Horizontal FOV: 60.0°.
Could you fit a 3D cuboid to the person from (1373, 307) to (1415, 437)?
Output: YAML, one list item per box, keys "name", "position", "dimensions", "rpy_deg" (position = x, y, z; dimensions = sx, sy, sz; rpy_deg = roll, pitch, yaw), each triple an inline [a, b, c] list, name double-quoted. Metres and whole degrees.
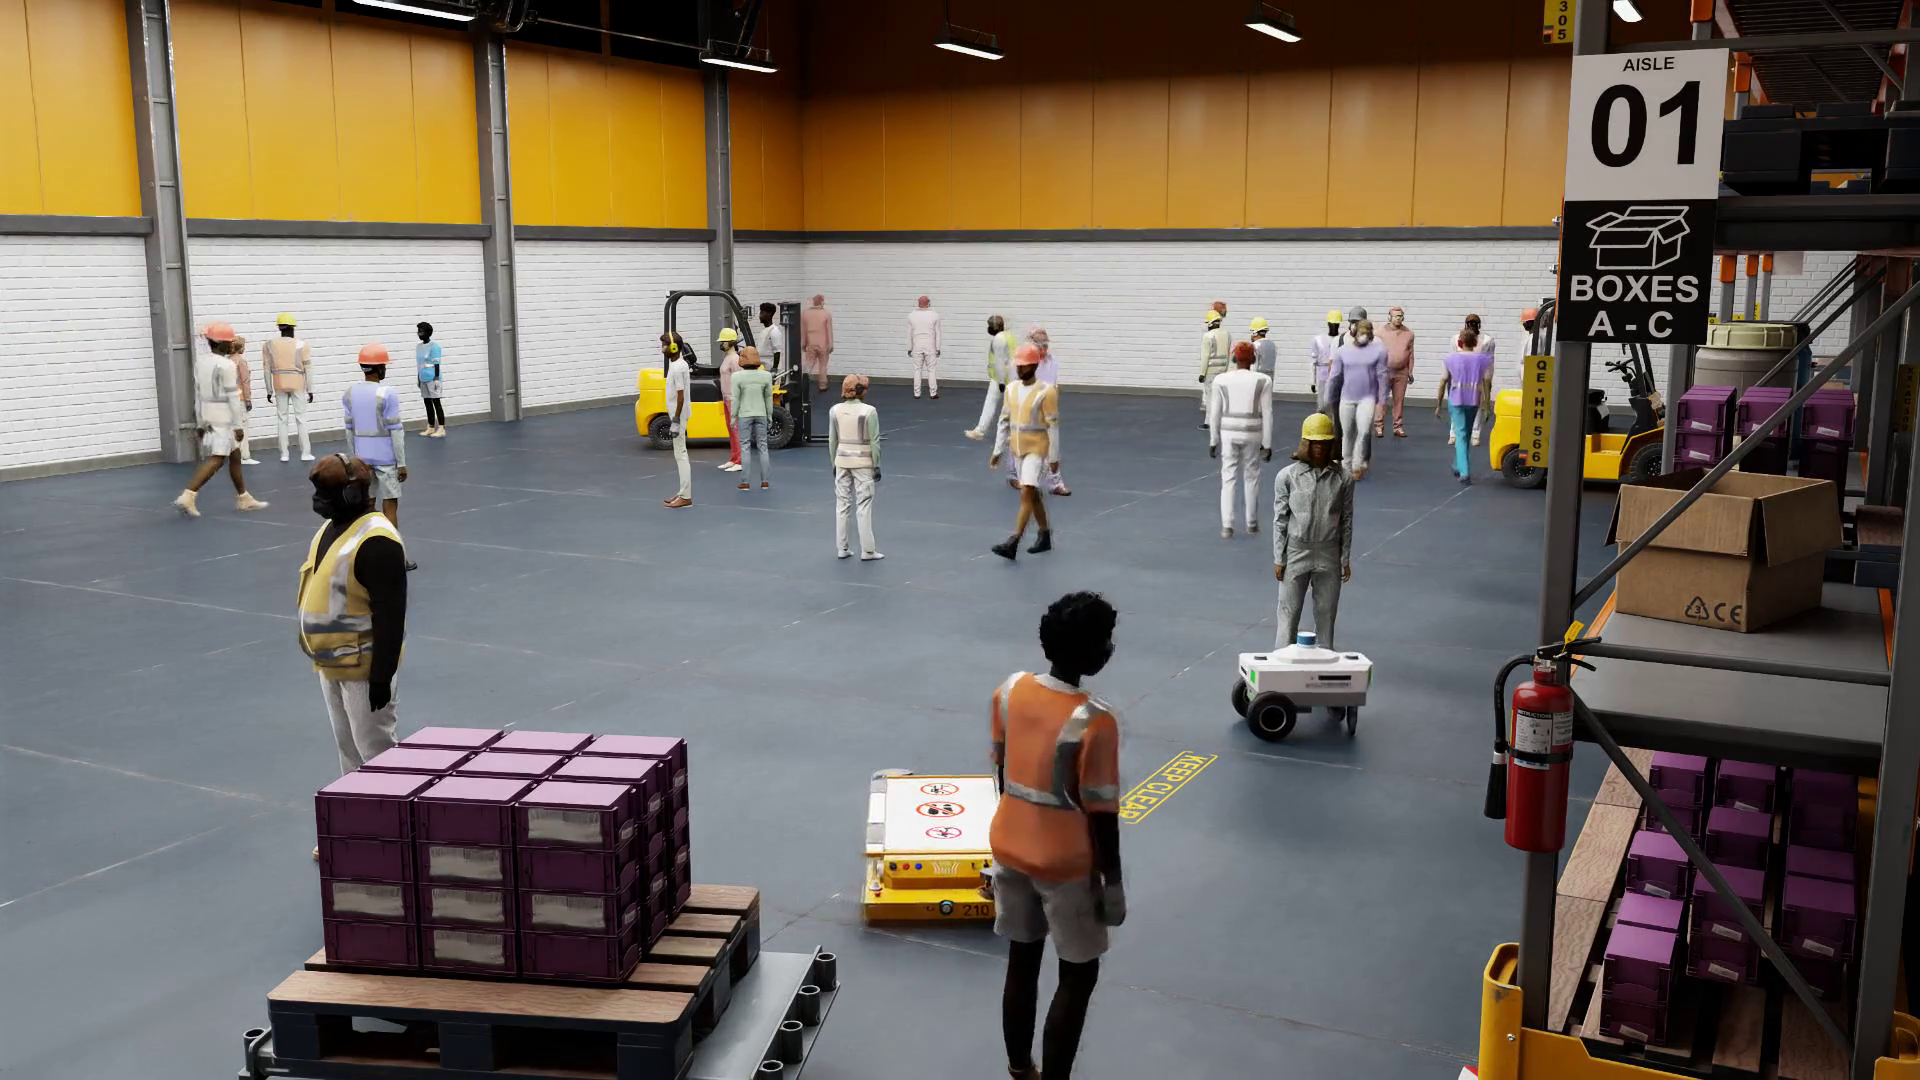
- name: "person"
  position: [6.333, -2.447, 24.289]
  dimensions: [0.639, 1.908, 0.409]
  rpy_deg: [-1, 10, -7]

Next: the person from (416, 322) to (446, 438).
- name: "person"
  position: [-7.753, -2.339, 24.296]
  dimensions: [0.535, 1.690, 0.320]
  rpy_deg: [8, 13, 39]

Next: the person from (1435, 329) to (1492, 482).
- name: "person"
  position: [5.958, -1.593, 19.667]
  dimensions: [0.576, 1.803, 0.979]
  rpy_deg: [0, 10, 0]

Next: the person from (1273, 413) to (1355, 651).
- name: "person"
  position: [2.110, 0.112, 9.942]
  dimensions: [0.487, 1.744, 0.294]
  rpy_deg: [-1, 10, -3]

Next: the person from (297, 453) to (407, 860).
- name: "person"
  position: [-2.621, 0.538, 7.192]
  dimensions: [0.429, 1.841, 0.634]
  rpy_deg: [-9, 13, -41]

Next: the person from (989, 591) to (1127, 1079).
- name: "person"
  position: [0.273, 0.990, 5.097]
  dimensions: [0.367, 1.671, 0.561]
  rpy_deg: [-8, 13, -40]

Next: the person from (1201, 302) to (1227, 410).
- name: "person"
  position: [4.489, -3.102, 28.213]
  dimensions: [0.824, 1.855, 0.608]
  rpy_deg: [3, 10, 17]

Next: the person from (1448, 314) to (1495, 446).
- name: "person"
  position: [7.130, -2.236, 23.252]
  dimensions: [0.623, 1.845, 0.430]
  rpy_deg: [4, 10, 21]

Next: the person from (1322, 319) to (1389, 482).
- name: "person"
  position: [4.632, -1.624, 19.502]
  dimensions: [0.769, 1.907, 0.627]
  rpy_deg: [3, 10, 18]

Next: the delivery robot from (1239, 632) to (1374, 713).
- name: "delivery robot"
  position: [1.945, 0.762, 9.344]
  dimensions: [0.707, 0.478, 0.477]
  rpy_deg: [0, 10, -1]

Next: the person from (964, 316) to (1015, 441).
- name: "person"
  position: [0.518, -2.290, 23.710]
  dimensions: [0.932, 1.790, 0.632]
  rpy_deg: [4, 11, 21]

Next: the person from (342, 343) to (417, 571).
- name: "person"
  position: [-4.886, -0.684, 13.987]
  dimensions: [0.543, 1.938, 0.356]
  rpy_deg: [3, 10, 18]

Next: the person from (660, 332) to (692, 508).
- name: "person"
  position: [-3.006, -1.271, 17.604]
  dimensions: [0.329, 1.865, 0.508]
  rpy_deg: [-1, 10, -7]

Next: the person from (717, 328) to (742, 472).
- name: "person"
  position: [-2.836, -1.726, 20.520]
  dimensions: [0.310, 1.768, 0.533]
  rpy_deg: [-4, 11, -21]

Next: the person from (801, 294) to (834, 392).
- name: "person"
  position: [-2.741, -3.797, 32.123]
  dimensions: [0.670, 1.893, 0.550]
  rpy_deg: [3, 10, 18]

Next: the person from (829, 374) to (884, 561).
- name: "person"
  position: [-0.915, -0.632, 14.555]
  dimensions: [0.512, 1.638, 0.312]
  rpy_deg: [6, 11, 30]

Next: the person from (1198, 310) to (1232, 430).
- name: "person"
  position: [3.845, -2.572, 25.253]
  dimensions: [0.586, 1.823, 0.403]
  rpy_deg: [-8, 13, -40]

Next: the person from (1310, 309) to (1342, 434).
- name: "person"
  position: [5.159, -2.237, 23.064]
  dimensions: [0.585, 1.911, 0.439]
  rpy_deg: [2, 10, 9]

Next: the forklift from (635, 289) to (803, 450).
- name: "forklift"
  position: [-3.358, -2.392, 23.136]
  dimensions: [2.313, 2.155, 1.214]
  rpy_deg: [-1, 10, -5]

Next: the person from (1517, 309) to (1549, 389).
- name: "person"
  position: [8.254, -2.410, 24.087]
  dimensions: [0.605, 1.895, 0.646]
  rpy_deg: [0, 10, -1]

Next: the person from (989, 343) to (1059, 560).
- name: "person"
  position: [0.533, -0.776, 14.651]
  dimensions: [0.976, 1.889, 0.555]
  rpy_deg: [-10, 14, -44]

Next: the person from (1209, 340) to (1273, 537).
- name: "person"
  position: [2.674, -0.964, 15.802]
  dimensions: [0.591, 1.881, 0.415]
  rpy_deg: [3, 10, 15]

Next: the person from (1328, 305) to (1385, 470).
- name: "person"
  position: [4.887, -1.883, 20.631]
  dimensions: [0.683, 2.000, 0.538]
  rpy_deg: [4, 11, 23]

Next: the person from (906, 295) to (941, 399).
- name: "person"
  position: [-0.657, -3.548, 30.658]
  dimensions: [0.643, 1.910, 0.400]
  rpy_deg: [1, 10, 8]

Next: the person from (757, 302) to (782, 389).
- name: "person"
  position: [-2.824, -2.527, 24.576]
  dimensions: [0.365, 1.966, 0.608]
  rpy_deg: [-5, 11, -25]

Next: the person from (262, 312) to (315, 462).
- name: "person"
  position: [-8.632, -1.957, 21.398]
  dimensions: [0.589, 1.924, 0.384]
  rpy_deg: [-2, 10, -11]

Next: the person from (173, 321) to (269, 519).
- name: "person"
  position: [-7.616, -1.230, 16.978]
  dimensions: [0.605, 2.001, 1.008]
  rpy_deg: [8, 12, 37]

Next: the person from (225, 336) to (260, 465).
- name: "person"
  position: [-9.167, -1.765, 21.120]
  dimensions: [0.522, 1.636, 0.311]
  rpy_deg: [7, 12, 37]

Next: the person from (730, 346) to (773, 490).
- name: "person"
  position: [-2.367, -1.381, 18.899]
  dimensions: [0.508, 1.632, 0.273]
  rpy_deg: [-5, 11, -25]

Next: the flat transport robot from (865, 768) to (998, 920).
- name: "flat transport robot"
  position: [-0.076, 1.302, 7.311]
  dimensions: [0.652, 0.197, 1.431]
  rpy_deg: [0, 10, -2]

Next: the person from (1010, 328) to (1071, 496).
- name: "person"
  position: [0.853, -1.440, 18.637]
  dimensions: [0.653, 1.857, 1.024]
  rpy_deg: [-6, 11, -31]

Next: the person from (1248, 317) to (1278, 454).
- name: "person"
  position: [4.001, -2.070, 22.315]
  dimensions: [0.403, 1.831, 0.597]
  rpy_deg: [9, 13, 43]

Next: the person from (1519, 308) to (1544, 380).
- name: "person"
  position: [7.896, -2.246, 23.055]
  dimensions: [0.375, 1.930, 0.542]
  rpy_deg: [4, 10, 21]

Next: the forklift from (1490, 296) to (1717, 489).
- name: "forklift"
  position: [7.296, -1.677, 18.993]
  dimensions: [2.313, 2.155, 1.214]
  rpy_deg: [5, 11, 27]
